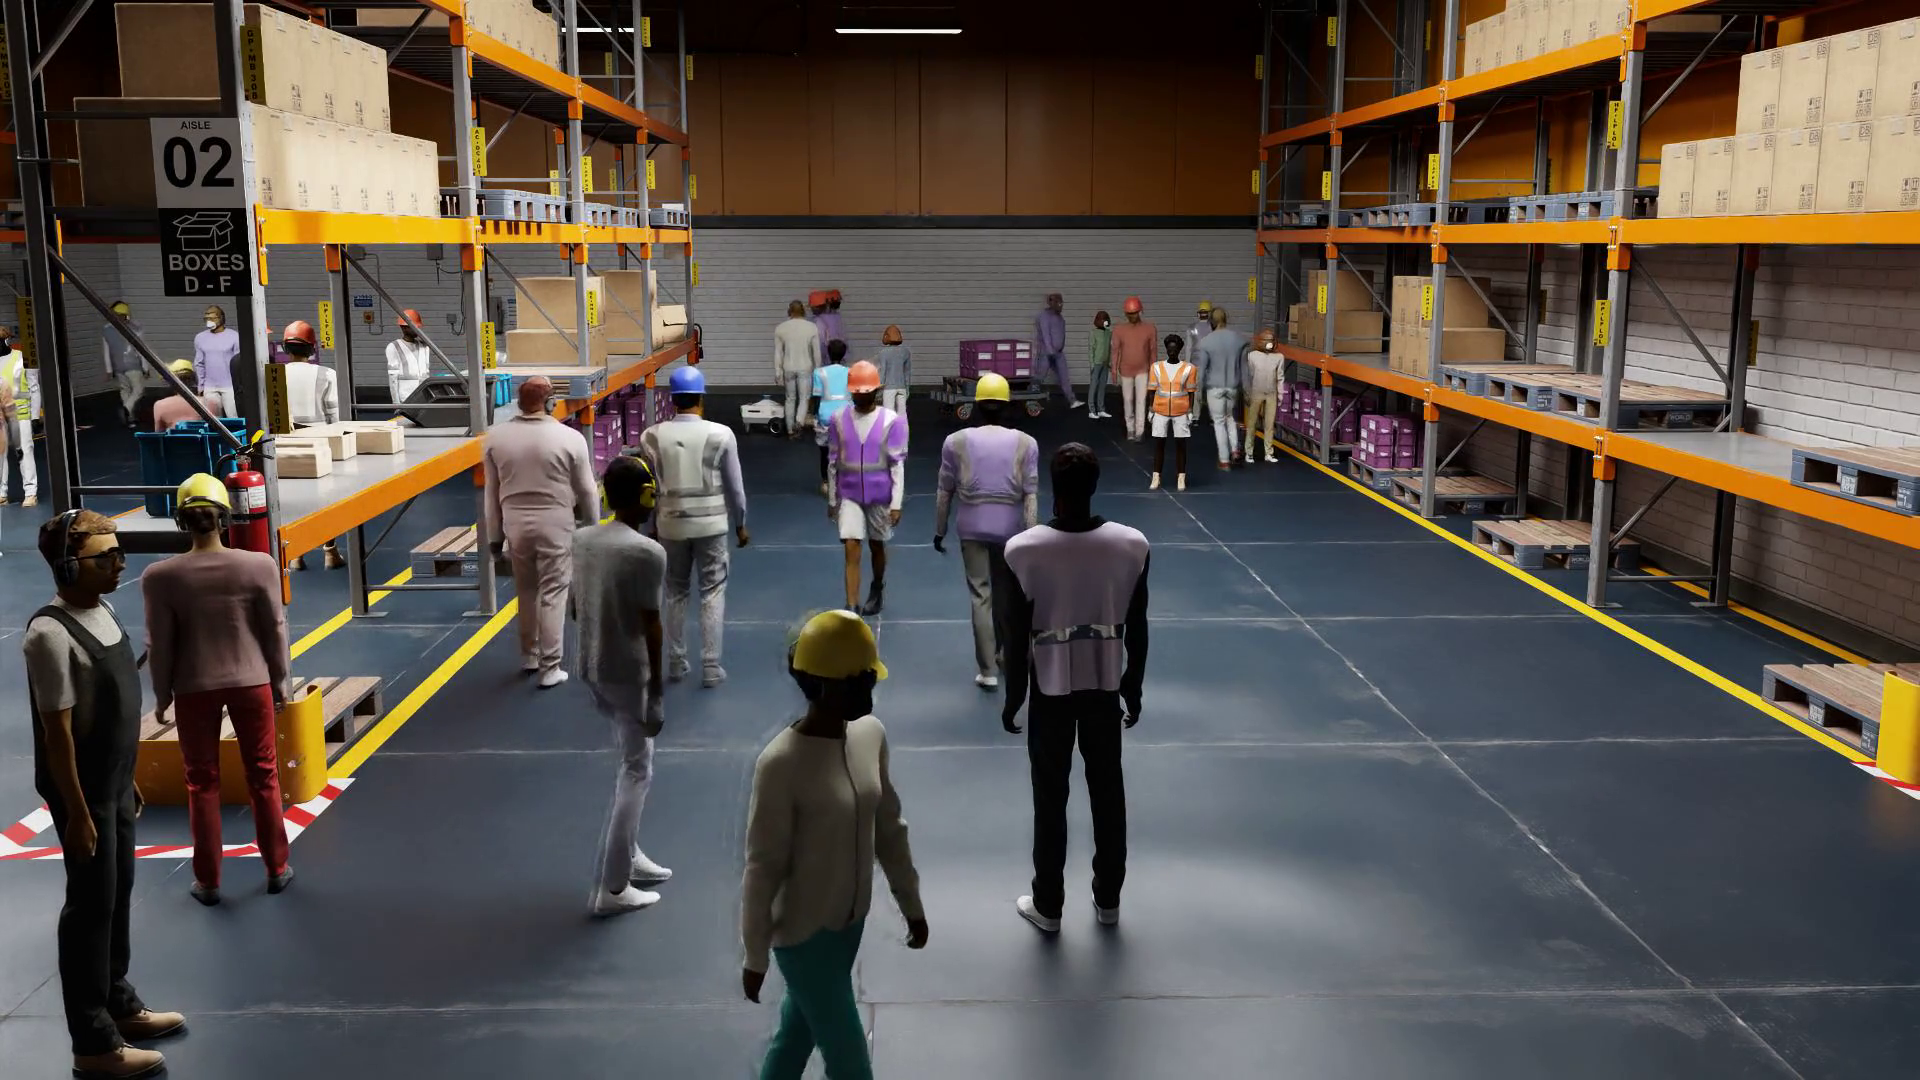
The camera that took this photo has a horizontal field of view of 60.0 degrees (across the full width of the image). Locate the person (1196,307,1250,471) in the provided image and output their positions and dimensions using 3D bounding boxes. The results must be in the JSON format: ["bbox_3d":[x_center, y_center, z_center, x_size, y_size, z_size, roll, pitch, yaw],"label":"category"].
[{"bbox_3d":[3.072,-1.769,19.543,0.656,1.919,0.449,-3,11,-14],"label":"person"}]

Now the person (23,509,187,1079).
[{"bbox_3d":[-2.777,0.812,5.369,0.338,1.845,0.514,-2,10,-10],"label":"person"}]

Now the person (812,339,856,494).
[{"bbox_3d":[-1.301,-1.272,17.485,0.542,1.648,0.828,-2,10,-14],"label":"person"}]

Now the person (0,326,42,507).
[{"bbox_3d":[-9.638,-1.242,16.818,0.637,1.842,0.429,-2,10,-9],"label":"person"}]

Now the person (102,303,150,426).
[{"bbox_3d":[-12.003,-2.496,23.908,0.612,1.804,0.652,0,10,1],"label":"person"}]

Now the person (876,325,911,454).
[{"bbox_3d":[-0.838,-1.881,20.961,0.508,1.632,0.265,-9,13,-40],"label":"person"}]

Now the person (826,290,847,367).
[{"bbox_3d":[-2.061,-3.188,27.530,0.975,1.882,0.565,-10,14,-43],"label":"person"}]

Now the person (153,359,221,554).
[{"bbox_3d":[-6.284,-0.610,13.629,0.528,1.726,0.743,-3,10,-14],"label":"person"}]

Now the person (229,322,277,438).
[{"bbox_3d":[-6.662,-1.141,15.828,0.375,1.995,0.611,2,10,9],"label":"person"}]

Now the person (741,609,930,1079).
[{"bbox_3d":[-0.277,1.035,4.441,0.882,1.717,0.551,6,12,29],"label":"person"}]

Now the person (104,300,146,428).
[{"bbox_3d":[-12.157,-2.577,24.257,0.535,1.835,0.717,-7,13,-35],"label":"person"}]

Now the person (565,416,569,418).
[{"bbox_3d":[-5.585,-2.434,23.342,0.574,1.884,0.360,-8,13,-38],"label":"person"}]

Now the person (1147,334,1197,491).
[{"bbox_3d":[2.281,-1.374,17.959,0.534,1.698,0.318,2,10,12],"label":"person"}]

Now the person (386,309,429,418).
[{"bbox_3d":[-6.092,-1.597,18.537,0.361,1.935,0.552,6,12,31],"label":"person"}]

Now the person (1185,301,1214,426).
[{"bbox_3d":[3.569,-2.565,24.245,0.586,1.823,0.403,0,10,2],"label":"person"}]

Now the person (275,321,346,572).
[{"bbox_3d":[-5.345,-0.762,13.587,0.616,2.041,0.383,-2,10,-13],"label":"person"}]

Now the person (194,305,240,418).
[{"bbox_3d":[-8.700,-1.791,19.610,0.635,1.937,0.354,1,10,4],"label":"person"}]

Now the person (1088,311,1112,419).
[{"bbox_3d":[2.147,-2.672,25.363,0.498,1.634,0.278,-9,14,-43],"label":"person"}]

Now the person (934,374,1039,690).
[{"bbox_3d":[0.156,-0.078,10.227,0.613,1.876,0.966,-1,10,-8],"label":"person"}]

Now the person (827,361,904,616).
[{"bbox_3d":[-0.659,-0.322,11.623,0.552,1.876,1.033,1,10,3],"label":"person"}]

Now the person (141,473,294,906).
[{"bbox_3d":[-3.007,0.605,6.768,0.522,1.760,0.331,-5,11,-26],"label":"person"}]

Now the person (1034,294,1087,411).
[{"bbox_3d":[1.520,-2.955,26.338,1.020,1.851,0.658,8,13,38],"label":"person"}]

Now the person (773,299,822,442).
[{"bbox_3d":[-2.195,-2.260,22.316,0.659,1.912,0.706,1,10,4],"label":"person"}]

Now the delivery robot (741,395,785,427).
[{"bbox_3d":[-2.675,-1.768,23.077,0.707,0.478,0.477,3,11,18],"label":"delivery robot"}]

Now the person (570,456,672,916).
[{"bbox_3d":[-1.395,0.574,6.766,0.537,1.821,0.585,7,12,35],"label":"person"}]

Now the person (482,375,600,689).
[{"bbox_3d":[-2.508,-0.069,10.174,0.657,1.885,0.712,1,10,7],"label":"person"}]

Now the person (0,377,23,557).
[{"bbox_3d":[-8.394,-0.800,14.254,0.599,1.877,0.951,-4,11,-22],"label":"person"}]

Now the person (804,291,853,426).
[{"bbox_3d":[-1.875,-2.612,24.130,1.011,1.976,0.684,5,11,25],"label":"person"}]

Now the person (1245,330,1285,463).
[{"bbox_3d":[3.697,-1.742,20.225,0.503,1.629,0.283,-2,10,-8],"label":"person"}]

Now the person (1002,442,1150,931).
[{"bbox_3d":[0.446,0.576,6.473,0.592,1.922,0.392,-3,11,-14],"label":"person"}]

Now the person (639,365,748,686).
[{"bbox_3d":[-1.614,-0.081,10.061,0.625,1.940,0.416,1,10,8],"label":"person"}]

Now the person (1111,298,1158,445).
[{"bbox_3d":[2.329,-2.262,22.261,0.621,1.936,1.063,2,10,10],"label":"person"}]

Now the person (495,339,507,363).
[{"bbox_3d":[-5.639,-1.702,19.993,0.534,1.613,0.592,-1,10,-3],"label":"person"}]
